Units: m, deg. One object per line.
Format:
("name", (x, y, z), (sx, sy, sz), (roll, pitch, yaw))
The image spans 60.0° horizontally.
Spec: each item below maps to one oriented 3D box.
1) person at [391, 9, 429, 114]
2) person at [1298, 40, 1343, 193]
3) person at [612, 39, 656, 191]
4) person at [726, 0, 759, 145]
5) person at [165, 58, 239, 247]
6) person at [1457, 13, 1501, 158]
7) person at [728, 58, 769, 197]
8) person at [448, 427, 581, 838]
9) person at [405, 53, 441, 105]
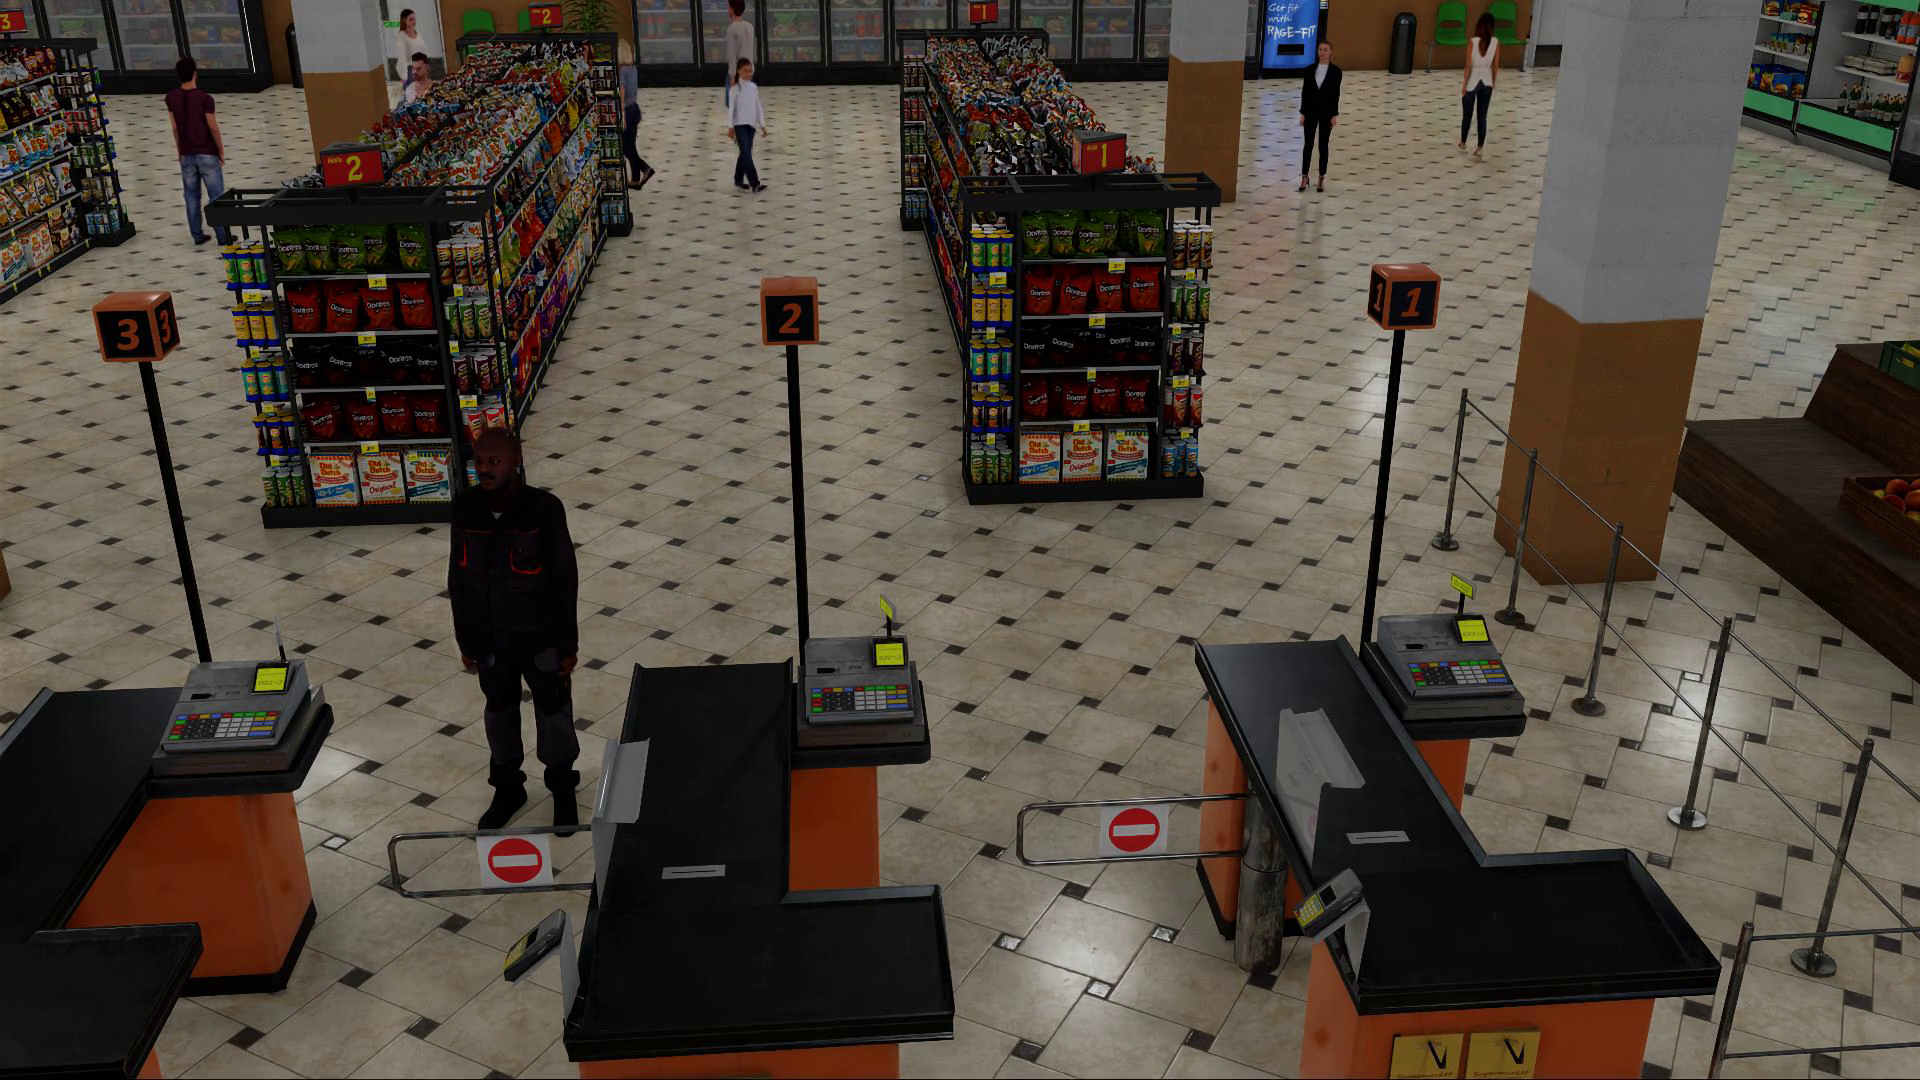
("person", (-7.391, -6.229, 22.301), (1.013, 1.669, 1.058), (11, 26, 24))
("person", (4.145, -4.890, 19.192), (0.697, 1.707, 0.696), (9, 25, 20))
("person", (-3.735, -4.876, 19.156), (0.725, 1.710, 0.681), (3, 24, 7))
("person", (-2.798, -6.085, 21.701), (0.922, 1.886, 0.862), (16, 28, 32))
("person", (-7.675, -3.899, 16.750), (0.664, 1.849, 0.572), (0, 24, 1))
("person", (6.571, -5.684, 20.971), (0.684, 1.736, 1.127), (0, 24, 0))
("person", (-2.506, -4.725, 19.064), (0.918, 1.507, 1.081), (-20, 30, -38))
("person", (-1.857, 0.373, 7.017), (0.732, 1.825, 0.640), (1, 24, 3))
("person", (-5.488, -4.180, 17.427), (0.860, 1.822, 0.907), (11, 26, 23))
